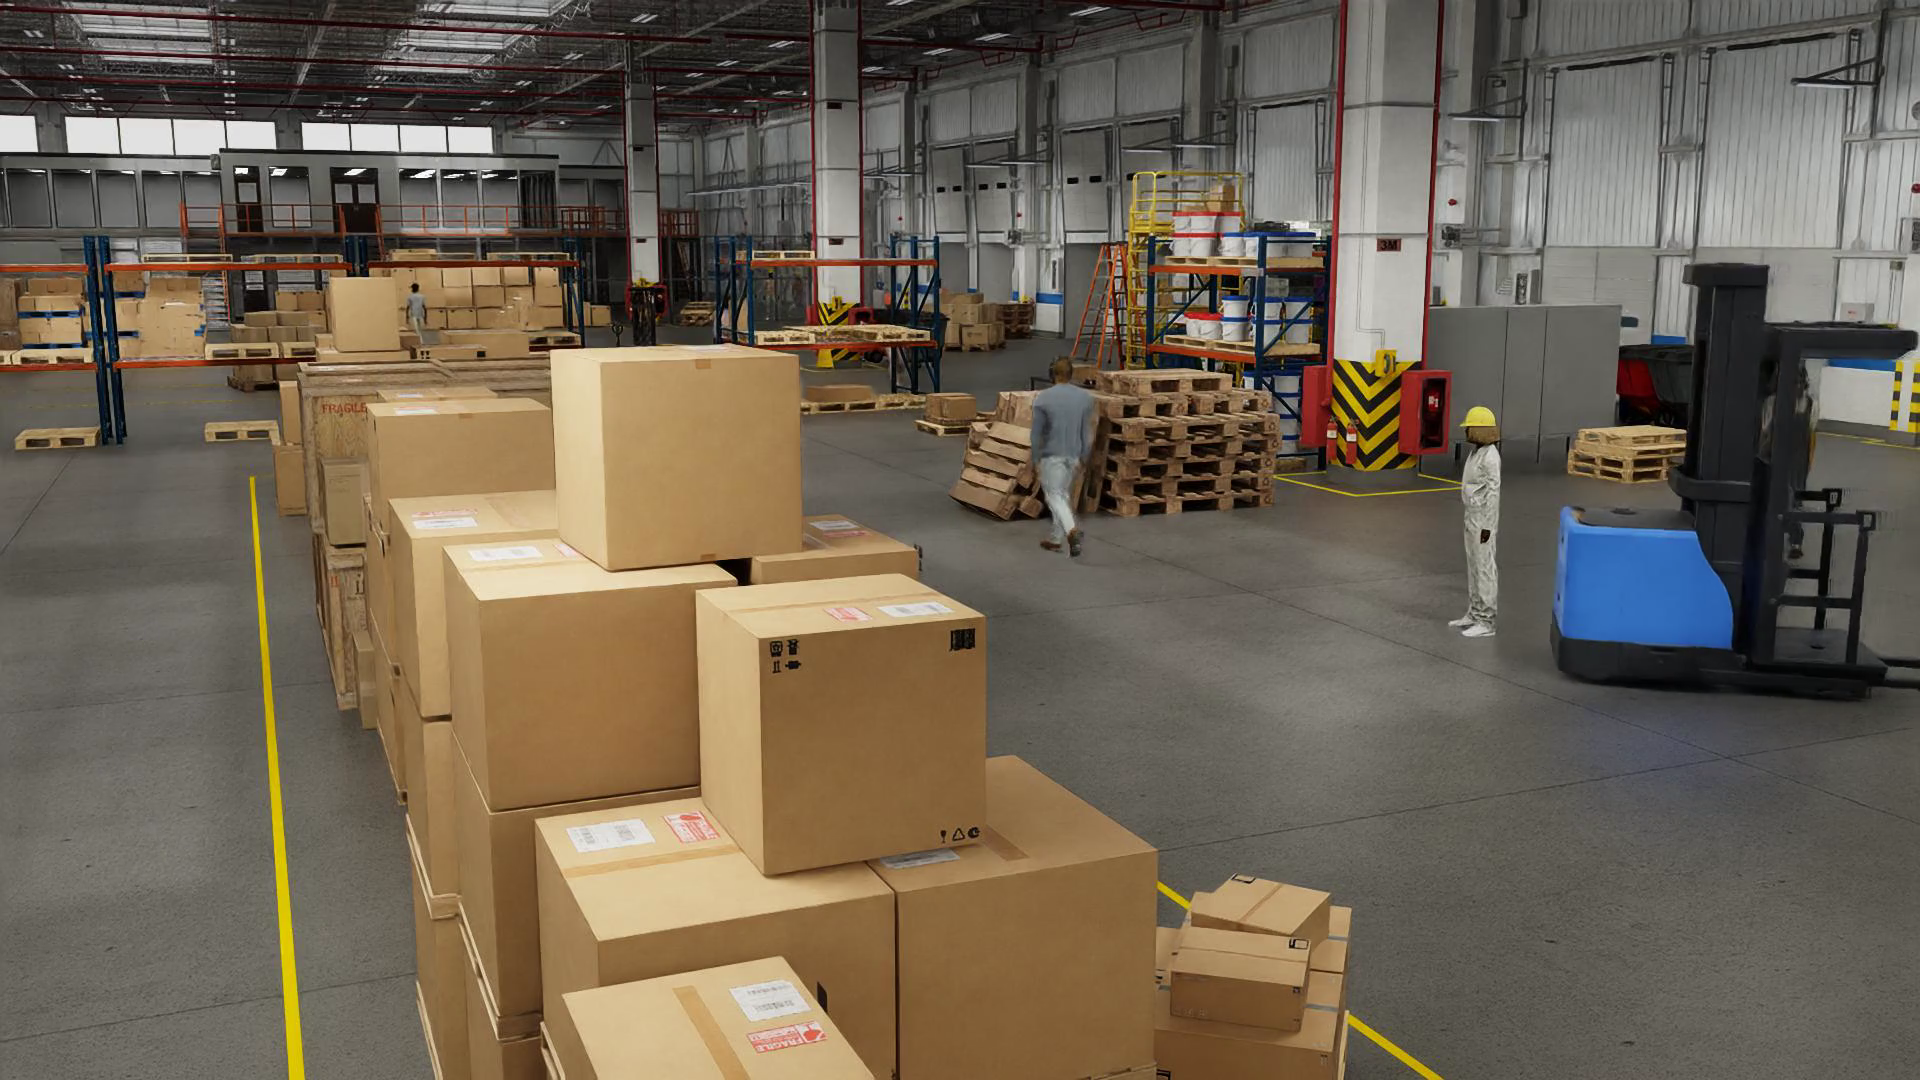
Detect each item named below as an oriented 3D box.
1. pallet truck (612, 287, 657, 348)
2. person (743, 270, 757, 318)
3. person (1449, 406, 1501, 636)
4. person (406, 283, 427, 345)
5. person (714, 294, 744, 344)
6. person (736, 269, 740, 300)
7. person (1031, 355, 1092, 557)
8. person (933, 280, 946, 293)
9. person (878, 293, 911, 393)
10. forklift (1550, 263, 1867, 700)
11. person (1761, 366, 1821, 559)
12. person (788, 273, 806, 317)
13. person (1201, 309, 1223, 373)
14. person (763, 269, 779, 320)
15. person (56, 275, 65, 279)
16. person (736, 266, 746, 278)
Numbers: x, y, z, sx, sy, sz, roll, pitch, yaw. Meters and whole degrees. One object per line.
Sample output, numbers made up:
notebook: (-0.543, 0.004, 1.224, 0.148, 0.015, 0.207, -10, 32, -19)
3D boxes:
pallet truck: (-6.464, -4.406, 35.401, 0.823, 1.965, 1.885, 6, 12, 32)
person: (-7.900, -9.276, 62.689, 0.430, 1.840, 0.620, 7, 13, 36)
person: (3.917, -0.141, 12.600, 0.324, 1.743, 0.491, 0, 10, 0)
person: (-14.422, -5.917, 44.185, 0.527, 1.841, 0.909, -9, 14, -40)
person: (-5.006, -4.430, 36.078, 0.634, 1.809, 0.840, 0, 10, -1)
person: (-8.102, -8.826, 59.987, 0.628, 1.919, 0.551, -4, 11, -22)
person: (0.977, -0.780, 15.660, 0.634, 1.917, 0.819, -5, 12, -27)
person: (-0.603, -7.920, 55.727, 0.586, 1.671, 0.732, 7, 12, 33)
person: (-1.273, -3.831, 32.396, 0.659, 1.947, 0.477, -1, 10, -7)
forklift: (5.089, -0.465, 11.248, 1.873, 2.768, 1.129, 3, 11, 16)
person: (7.815, -0.734, 15.703, 0.509, 1.794, 0.962, 4, 11, 20)
person: (-6.133, -9.274, 62.971, 0.779, 1.735, 0.538, 6, 12, 30)
person: (4.029, -2.761, 26.649, 0.355, 1.885, 0.575, 5, 11, 25)
person: (-6.942, -9.050, 61.199, 0.594, 1.922, 0.375, 0, 10, -2)
person: (-24.357, -6.199, 45.314, 0.915, 2.008, 0.612, 3, 11, 15)
person: (-8.987, -10.235, 67.733, 0.634, 1.914, 0.803, -1, 10, -6)
